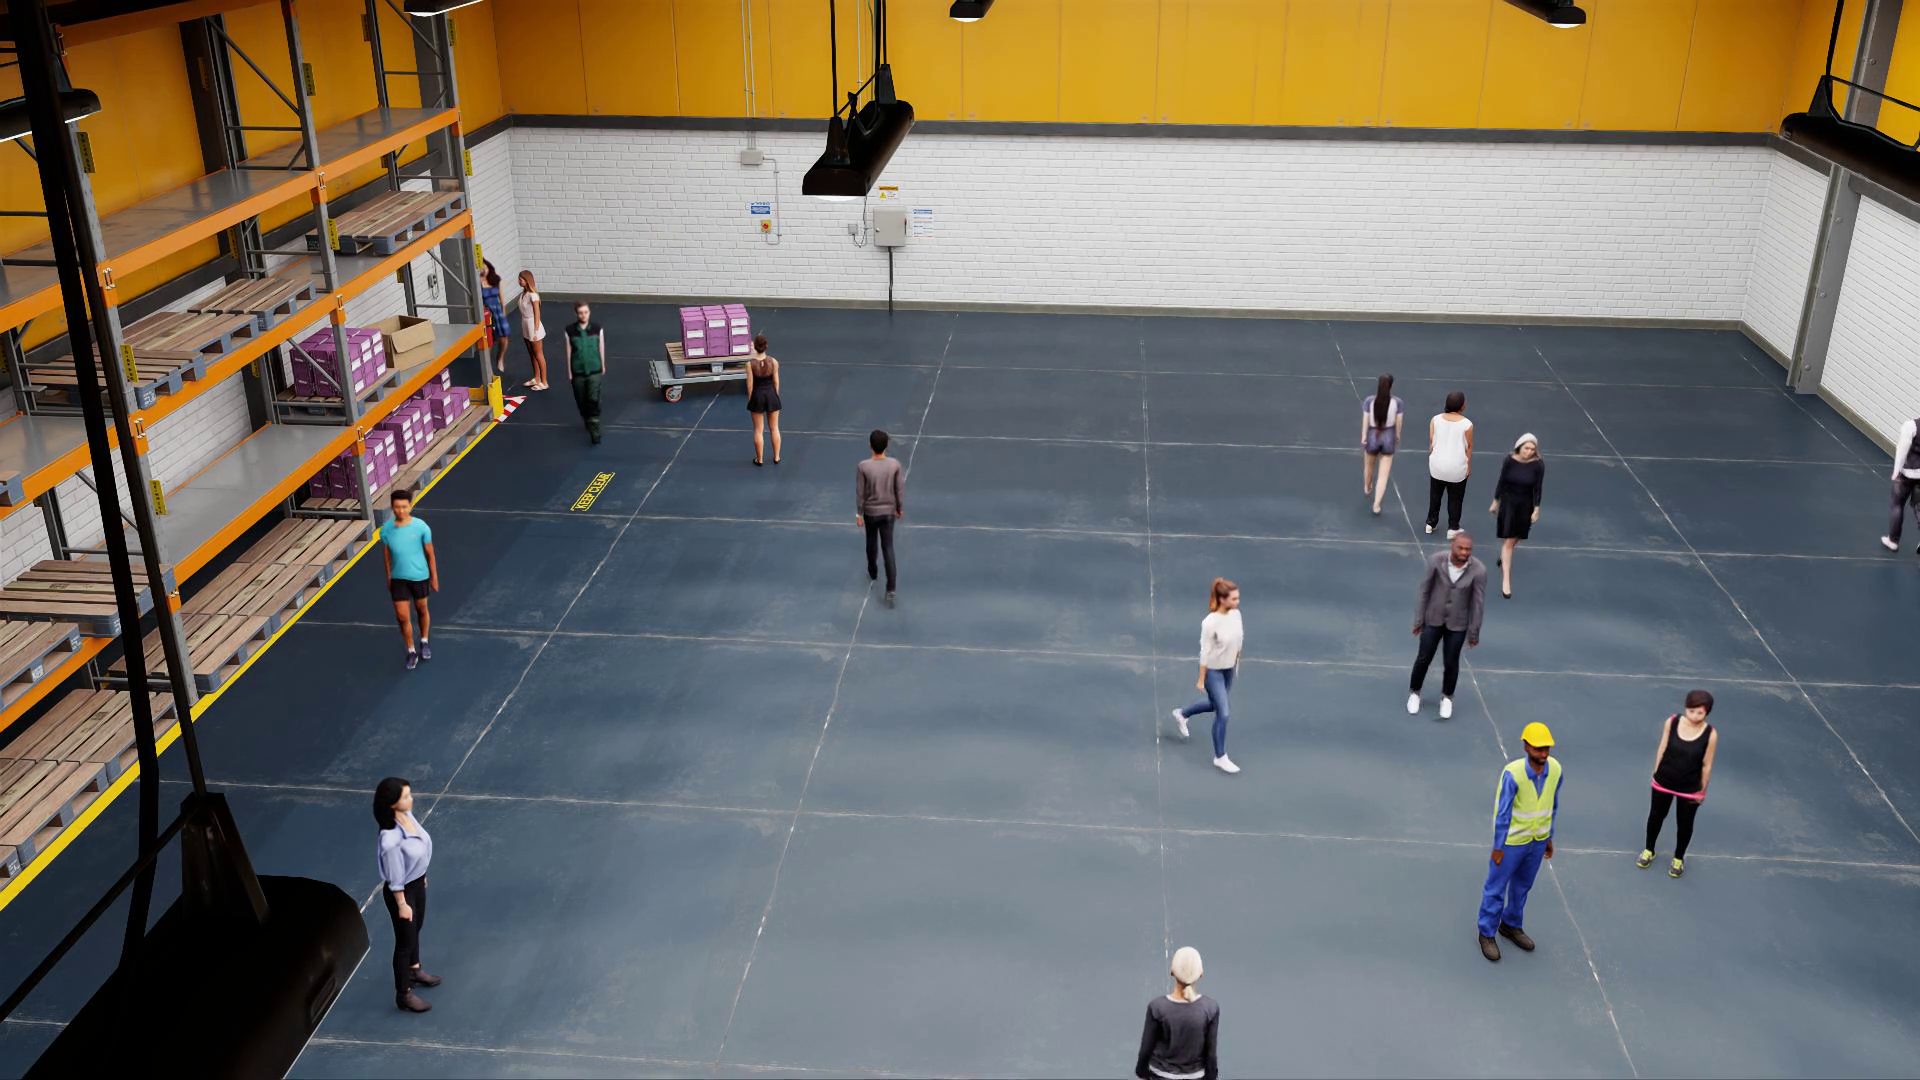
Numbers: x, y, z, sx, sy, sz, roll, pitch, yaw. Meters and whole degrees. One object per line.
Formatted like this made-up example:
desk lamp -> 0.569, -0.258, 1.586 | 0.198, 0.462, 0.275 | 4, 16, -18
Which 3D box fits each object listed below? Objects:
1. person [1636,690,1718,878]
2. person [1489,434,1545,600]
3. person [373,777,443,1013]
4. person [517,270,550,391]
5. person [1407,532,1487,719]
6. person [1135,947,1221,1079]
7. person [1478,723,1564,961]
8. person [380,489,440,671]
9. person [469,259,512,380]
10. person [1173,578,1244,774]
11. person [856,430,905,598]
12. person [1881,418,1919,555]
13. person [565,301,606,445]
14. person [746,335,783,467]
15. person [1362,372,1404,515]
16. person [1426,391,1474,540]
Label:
person -> 5.458, 1.807, 12.604 | 0.630, 1.551, 0.667 | 17, 29, 34
person -> 5.759, -0.318, 17.282 | 0.742, 1.697, 1.187 | 7, 25, 16
person -> -3.714, 2.350, 11.123 | 0.725, 1.743, 0.529 | -1, 24, -2
person -> -5.994, -2.958, 23.323 | 0.728, 1.697, 0.662 | -17, 29, -33
person -> 4.318, 0.726, 14.762 | 0.794, 1.803, 0.708 | 11, 26, 23
person -> 1.249, 3.095, 9.469 | 0.658, 1.702, 1.023 | 0, 24, 1
person -> 3.938, 2.079, 11.653 | 0.738, 1.813, 0.710 | -7, 25, -15
person -> -5.196, 0.319, 15.746 | 0.750, 1.760, 0.863 | -4, 24, -10
person -> -6.679, -3.125, 23.602 | 0.831, 1.778, 0.887 | -13, 27, -27
person -> 2.103, 1.098, 14.044 | 1.049, 1.697, 1.079 | -21, 31, -39
person -> -0.804, -0.234, 17.045 | 0.882, 1.733, 1.206 | -2, 24, -6
person -> 10.334, -0.664, 17.935 | 0.721, 1.808, 0.965 | 0, 24, 1
person -> -4.825, -2.191, 21.421 | 0.888, 1.814, 1.206 | -5, 24, -12
person -> -2.424, -1.732, 20.545 | 0.664, 1.674, 0.686 | -8, 25, -18
person -> 4.844, -1.084, 19.139 | 0.751, 1.613, 1.057 | 8, 25, 17
person -> 5.461, -0.856, 18.526 | 0.763, 1.687, 0.798 | 19, 30, 37
